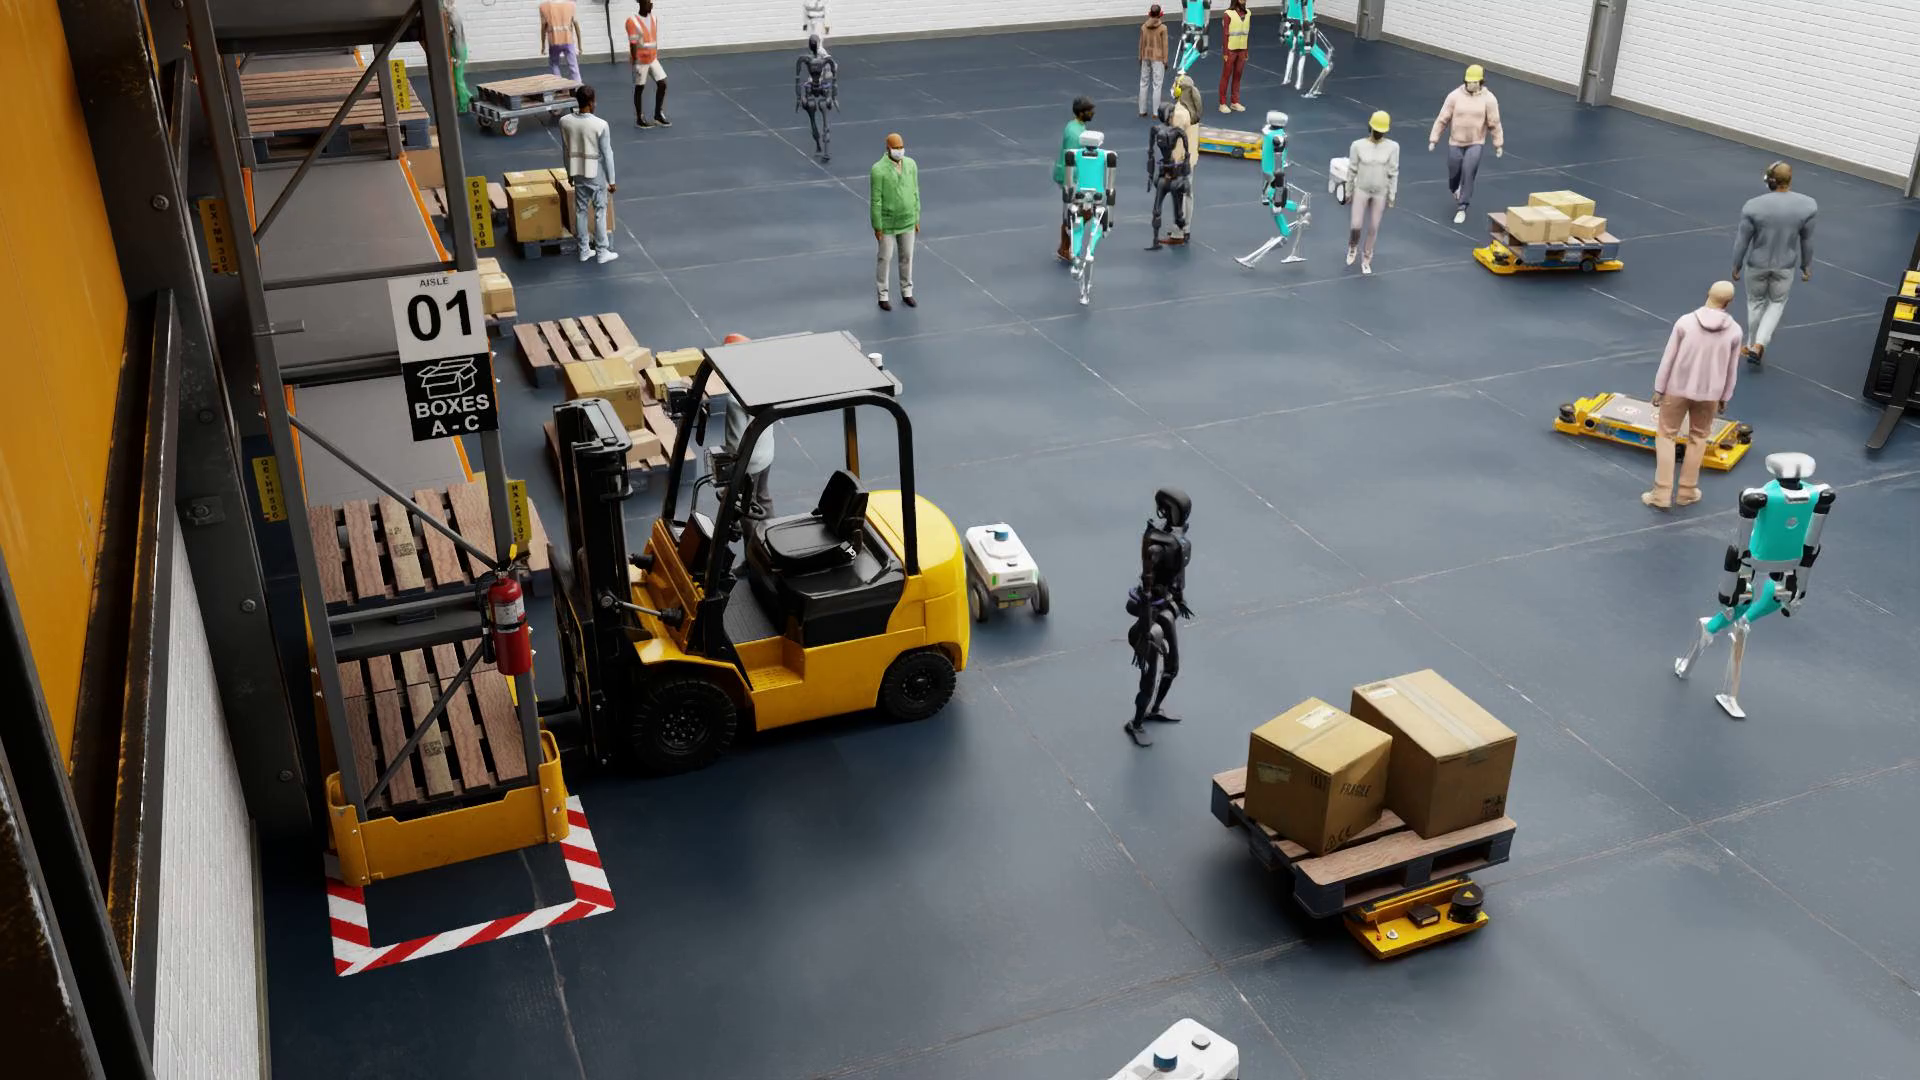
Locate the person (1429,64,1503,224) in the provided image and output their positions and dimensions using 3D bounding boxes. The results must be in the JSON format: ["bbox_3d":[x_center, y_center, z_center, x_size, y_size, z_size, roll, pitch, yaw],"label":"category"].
[{"bbox_3d":[5.991,-4.715,19.636,0.837,1.832,0.710,11,29,21],"label":"person"}]

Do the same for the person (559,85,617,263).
[{"bbox_3d":[-4.010,-3.949,18.026,0.597,1.907,0.413,8,28,16],"label":"person"}]

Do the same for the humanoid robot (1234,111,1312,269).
[{"bbox_3d":[3.470,-3.671,17.673,1.042,1.733,0.575,-3,27,-7],"label":"humanoid robot"}]

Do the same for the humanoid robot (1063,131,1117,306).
[{"bbox_3d":[1.248,-3.129,16.625,0.530,1.769,1.009,6,27,11],"label":"humanoid robot"}]

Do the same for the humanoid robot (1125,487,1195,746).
[{"bbox_3d":[1.148,0.417,9.598,0.357,1.638,0.614,14,30,25],"label":"humanoid robot"}]

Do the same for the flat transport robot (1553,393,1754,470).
[{"bbox_3d":[5.768,-0.930,13.836,1.431,0.231,0.659,20,33,34],"label":"flat transport robot"}]

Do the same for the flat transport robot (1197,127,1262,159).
[{"bbox_3d":[3.626,-5.452,22.831,1.431,0.231,0.659,13,30,25],"label":"flat transport robot"}]

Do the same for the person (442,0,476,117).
[{"bbox_3d":[-7.481,-7.173,24.513,0.406,1.830,0.539,-15,30,-27],"label":"person"}]

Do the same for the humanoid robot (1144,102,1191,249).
[{"bbox_3d":[2.345,-4.043,18.513,0.671,1.639,0.610,-23,34,-37],"label":"humanoid robot"}]

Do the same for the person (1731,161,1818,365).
[{"bbox_3d":[7.375,-2.489,15.124,0.689,1.906,0.690,9,28,17],"label":"person"}]

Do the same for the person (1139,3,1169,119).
[{"bbox_3d":[2.828,-7.022,24.421,0.463,1.648,0.327,15,31,28],"label":"person"}]

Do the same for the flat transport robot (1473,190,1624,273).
[{"bbox_3d":[6.428,-3.115,18.184,1.431,0.231,0.659,-2,27,-4],"label":"flat transport robot"}]

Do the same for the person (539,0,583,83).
[{"bbox_3d":[-6.032,-7.483,25.154,0.648,1.810,0.513,-11,29,-21],"label":"person"}]

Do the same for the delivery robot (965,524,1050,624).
[{"bbox_3d":[0.279,0.179,11.285,0.499,0.570,0.750,-7,28,-13],"label":"delivery robot"}]

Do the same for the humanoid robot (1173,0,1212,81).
[{"bbox_3d":[3.408,-7.469,25.238,0.883,1.782,0.570,-22,34,-37],"label":"humanoid robot"}]

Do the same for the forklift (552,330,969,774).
[{"bbox_3d":[-1.094,0.010,9.831,2.313,2.155,1.214,-10,28,-20],"label":"forklift"}]

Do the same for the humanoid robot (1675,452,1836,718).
[{"bbox_3d":[4.672,0.229,9.986,0.545,1.859,0.836,-2,27,-4],"label":"humanoid robot"}]

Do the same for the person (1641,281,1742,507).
[{"bbox_3d":[5.509,-1.075,12.475,0.566,1.754,0.435,6,27,11],"label":"person"}]

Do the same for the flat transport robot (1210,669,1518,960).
[{"bbox_3d":[2.064,1.627,8.751,0.659,0.231,1.431,-11,29,-21],"label":"flat transport robot"}]

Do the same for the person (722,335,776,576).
[{"bbox_3d":[-1.479,-0.587,11.515,0.350,1.741,0.568,8,28,16],"label":"person"}]

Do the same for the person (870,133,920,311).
[{"bbox_3d":[-0.650,-3.184,16.652,0.534,1.778,0.390,-15,30,-27],"label":"person"}]

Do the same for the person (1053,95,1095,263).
[{"bbox_3d":[1.239,-3.872,17.950,0.470,1.830,0.538,2,27,3],"label":"person"}]

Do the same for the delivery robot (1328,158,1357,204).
[{"bbox_3d":[4.868,-4.475,20.591,0.499,0.613,0.803,-5,27,-10],"label":"delivery robot"}]

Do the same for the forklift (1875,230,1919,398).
[{"bbox_3d":[9.029,-2.397,14.618,1.214,2.155,2.313,18,32,32],"label":"forklift"}]

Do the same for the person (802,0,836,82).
[{"bbox_3d":[-2.333,-8.324,26.763,0.436,1.871,0.590,-23,35,-38],"label":"person"}]

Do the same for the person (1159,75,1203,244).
[{"bbox_3d":[2.488,-4.256,18.667,0.403,1.877,0.555,14,30,26],"label":"person"}]

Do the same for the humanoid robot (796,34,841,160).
[{"bbox_3d":[-1.896,-5.899,22.176,0.603,1.632,0.691,1,27,1],"label":"humanoid robot"}]

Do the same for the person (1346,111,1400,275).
[{"bbox_3d":[4.361,-3.683,17.667,0.519,1.743,0.388,3,27,6],"label":"person"}]

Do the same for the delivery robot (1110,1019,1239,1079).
[{"bbox_3d":[0.867,2.355,7.003,0.513,0.612,0.784,23,35,38],"label":"delivery robot"}]

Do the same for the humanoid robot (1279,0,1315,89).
[{"bbox_3d":[5.341,-8.011,26.326,0.548,1.809,0.776,10,28,19],"label":"humanoid robot"}]

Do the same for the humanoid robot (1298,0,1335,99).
[{"bbox_3d":[5.548,-7.722,25.705,0.778,1.751,0.532,7,28,14],"label":"humanoid robot"}]

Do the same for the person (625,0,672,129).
[{"bbox_3d":[-4.457,-6.836,23.721,0.649,1.939,0.638,19,32,33],"label":"person"}]

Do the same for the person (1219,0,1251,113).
[{"bbox_3d":[4.104,-7.300,24.837,0.467,1.771,0.378,-14,30,-26],"label":"person"}]
